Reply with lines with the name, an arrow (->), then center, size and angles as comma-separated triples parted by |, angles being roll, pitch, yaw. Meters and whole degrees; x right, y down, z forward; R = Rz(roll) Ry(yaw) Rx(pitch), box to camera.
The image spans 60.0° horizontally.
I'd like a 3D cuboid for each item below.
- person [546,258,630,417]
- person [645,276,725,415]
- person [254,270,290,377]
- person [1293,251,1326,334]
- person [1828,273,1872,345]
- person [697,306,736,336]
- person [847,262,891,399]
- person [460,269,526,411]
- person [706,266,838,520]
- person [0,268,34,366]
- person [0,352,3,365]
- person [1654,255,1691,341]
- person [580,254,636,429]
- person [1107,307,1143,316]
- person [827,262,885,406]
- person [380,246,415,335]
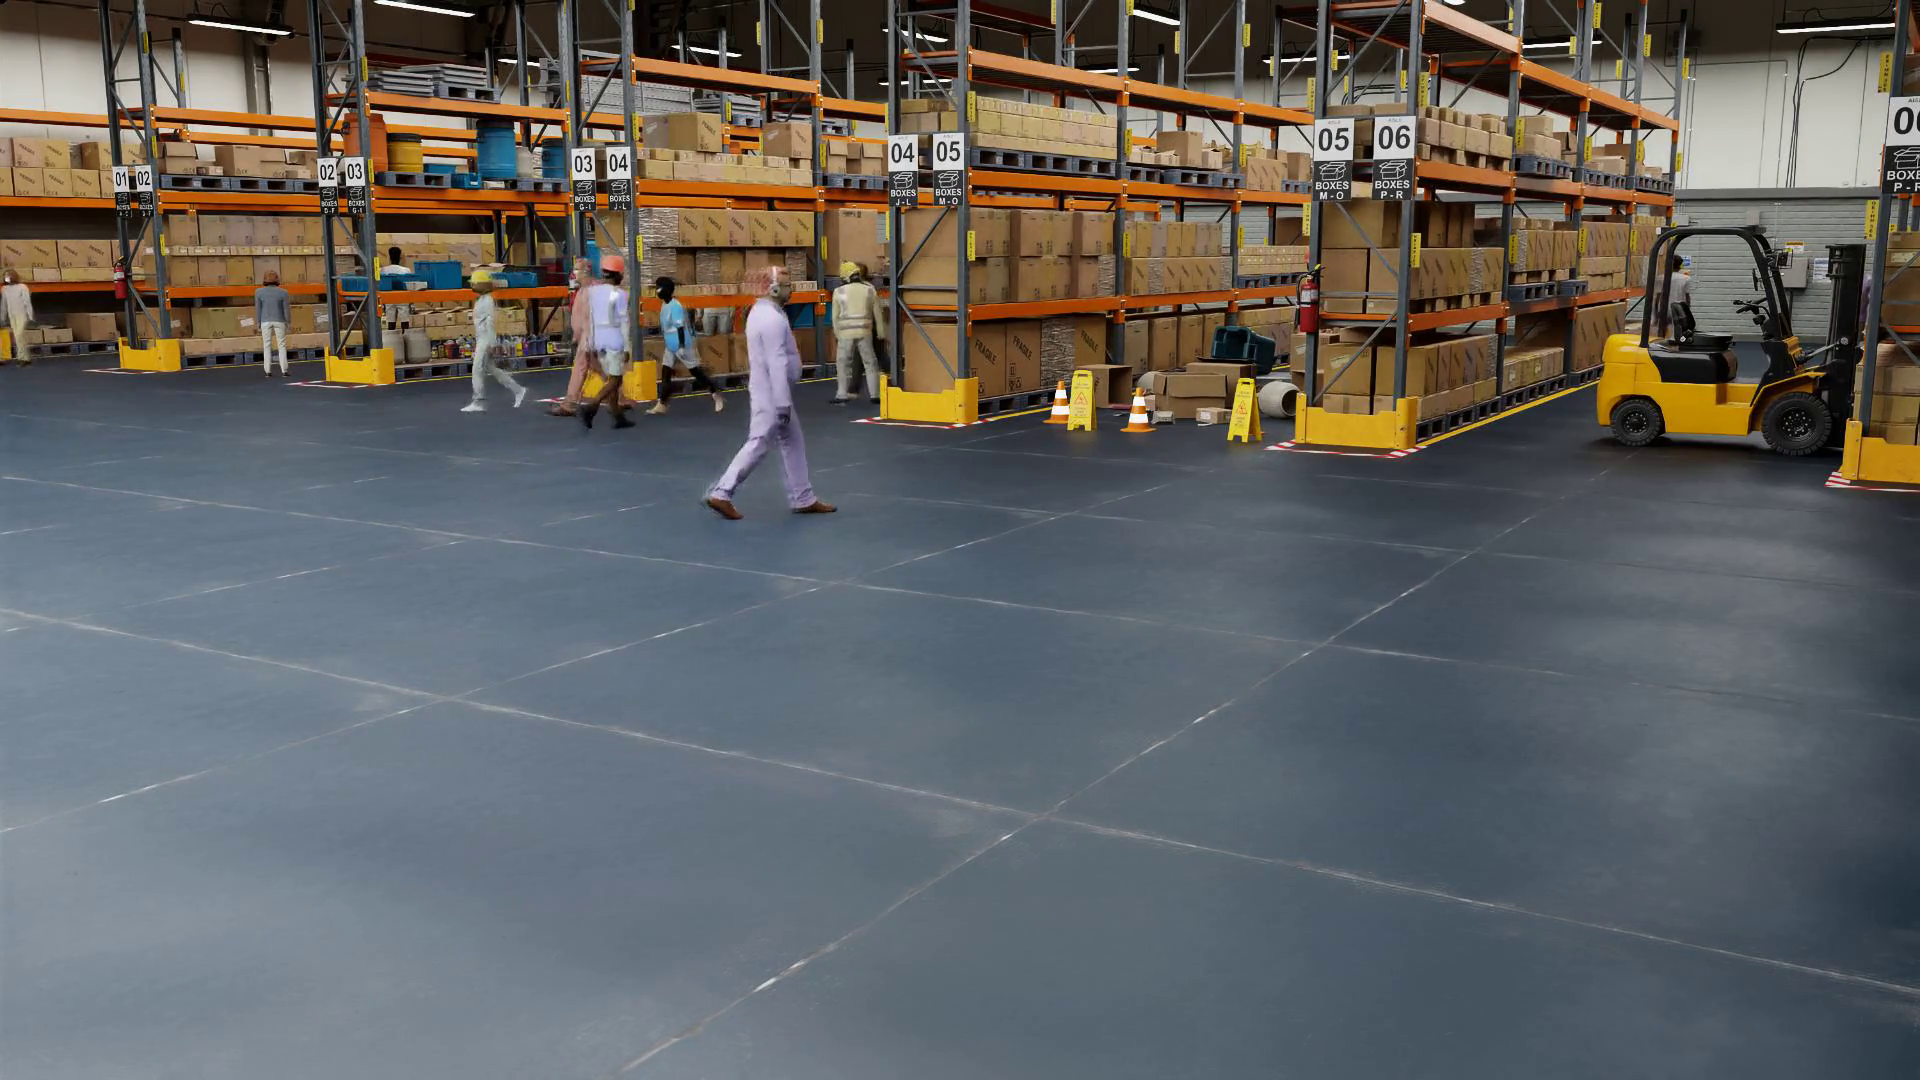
person -> -4.363, -2.382, 19.568 | 1.015, 1.856, 0.671 | -4, 11, -22
person -> -3.255, -2.304, 19.720 | 0.904, 1.645, 0.554 | -6, 12, -30
person -> -10.416, -3.280, 25.231 | 0.493, 1.624, 0.280 | -3, 11, -18
person -> 4.974, -3.139, 23.557 | 0.545, 1.939, 0.354 | 8, 13, 38
person -> 12.768, -3.177, 23.838 | 0.591, 1.918, 0.404 | 5, 11, 27
person -> -3.703, -3.444, 25.300 | 0.625, 1.931, 0.368 | 0, 10, 0
person -> -1.134, -2.707, 21.618 | 0.826, 1.788, 0.531 | 4, 11, 23
person -> -5.691, -2.426, 20.181 | 0.738, 1.715, 0.485 | -4, 11, -22
person -> -1.423, -1.079, 12.238 | 0.968, 1.867, 0.660 | -2, 10, -13
person -> -15.533, -3.638, 27.267 | 0.533, 1.608, 0.672 | 2, 10, 13
person -> -16.103, -3.721, 27.046 | 0.657, 1.852, 0.989 | 4, 11, 19
person -> 11.098, -3.502, 25.872 | 0.504, 1.836, 0.849 | 6, 12, 31
person -> -3.819, -2.116, 17.937 | 0.558, 1.910, 0.794 | 7, 12, 35
person -> 2.722, -3.788, 27.305 | 0.619, 1.893, 0.487 | 2, 10, 9
person -> -1.250, -2.561, 20.784 | 0.774, 1.800, 0.403 | -3, 11, -18
person -> -9.895, -4.173, 29.270 | 0.612, 1.965, 0.362 | 0, 10, 2
